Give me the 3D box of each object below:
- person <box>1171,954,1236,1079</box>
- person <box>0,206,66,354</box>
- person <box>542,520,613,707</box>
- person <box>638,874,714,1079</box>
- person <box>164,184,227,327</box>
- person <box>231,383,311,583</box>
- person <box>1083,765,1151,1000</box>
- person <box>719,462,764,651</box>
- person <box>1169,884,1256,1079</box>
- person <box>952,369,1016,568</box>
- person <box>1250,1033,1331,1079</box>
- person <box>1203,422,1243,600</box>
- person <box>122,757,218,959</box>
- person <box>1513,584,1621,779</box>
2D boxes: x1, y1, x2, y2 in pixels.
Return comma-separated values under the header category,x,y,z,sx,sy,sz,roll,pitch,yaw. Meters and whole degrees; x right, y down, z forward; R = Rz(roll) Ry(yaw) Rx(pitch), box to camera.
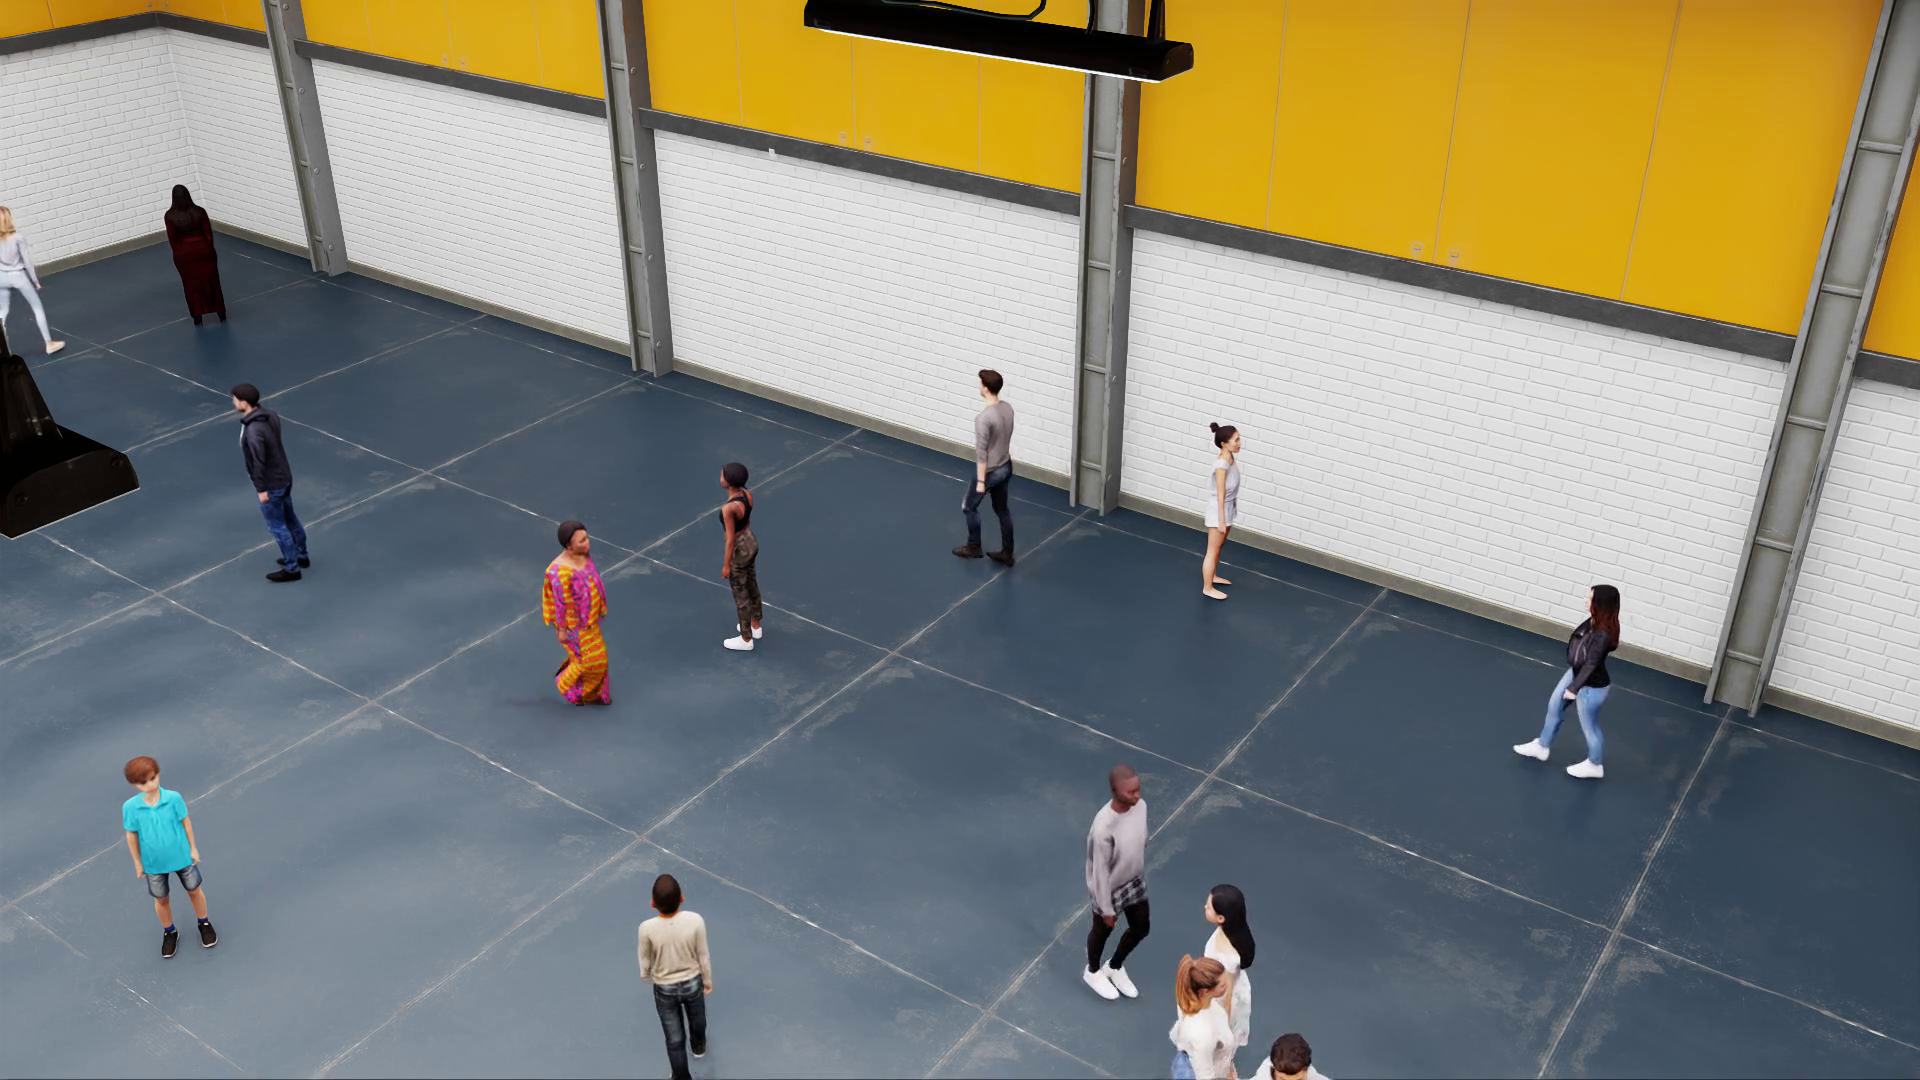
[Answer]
category,x,y,z,sx,sy,sz,roll,pitch,yaw
person,1.234,2.865,8.750,0.718,1.720,0.690,-1,29,-1
person,-11.024,-3.014,19.475,0.929,1.769,1.026,0,29,0
person,-3.031,0.586,12.988,0.881,1.661,0.799,8,30,14
person,-1.602,2.601,9.520,0.764,1.444,0.862,-11,30,-19
person,-9.368,-3.493,20.365,0.747,1.758,0.739,-16,32,-27
person,-6.102,-0.526,14.792,0.788,1.886,0.764,-1,29,-2
person,0.881,2.060,10.186,0.689,1.757,0.697,-22,36,-35
person,-1.824,0.120,13.802,0.607,1.700,0.634,9,30,17
person,1.517,2.638,9.120,0.772,1.762,0.726,9,30,15
person,0.365,-0.591,14.913,0.815,1.884,0.721,20,34,32
person,1.525,3.052,8.233,1.178,1.886,1.271,-8,30,-14
person,2.298,-0.273,14.619,0.623,1.607,0.633,9,30,15
person,-5.072,1.997,10.624,0.600,1.448,0.624,-12,31,-21
person,4.672,1.058,12.173,0.987,1.613,0.843,6,29,11
